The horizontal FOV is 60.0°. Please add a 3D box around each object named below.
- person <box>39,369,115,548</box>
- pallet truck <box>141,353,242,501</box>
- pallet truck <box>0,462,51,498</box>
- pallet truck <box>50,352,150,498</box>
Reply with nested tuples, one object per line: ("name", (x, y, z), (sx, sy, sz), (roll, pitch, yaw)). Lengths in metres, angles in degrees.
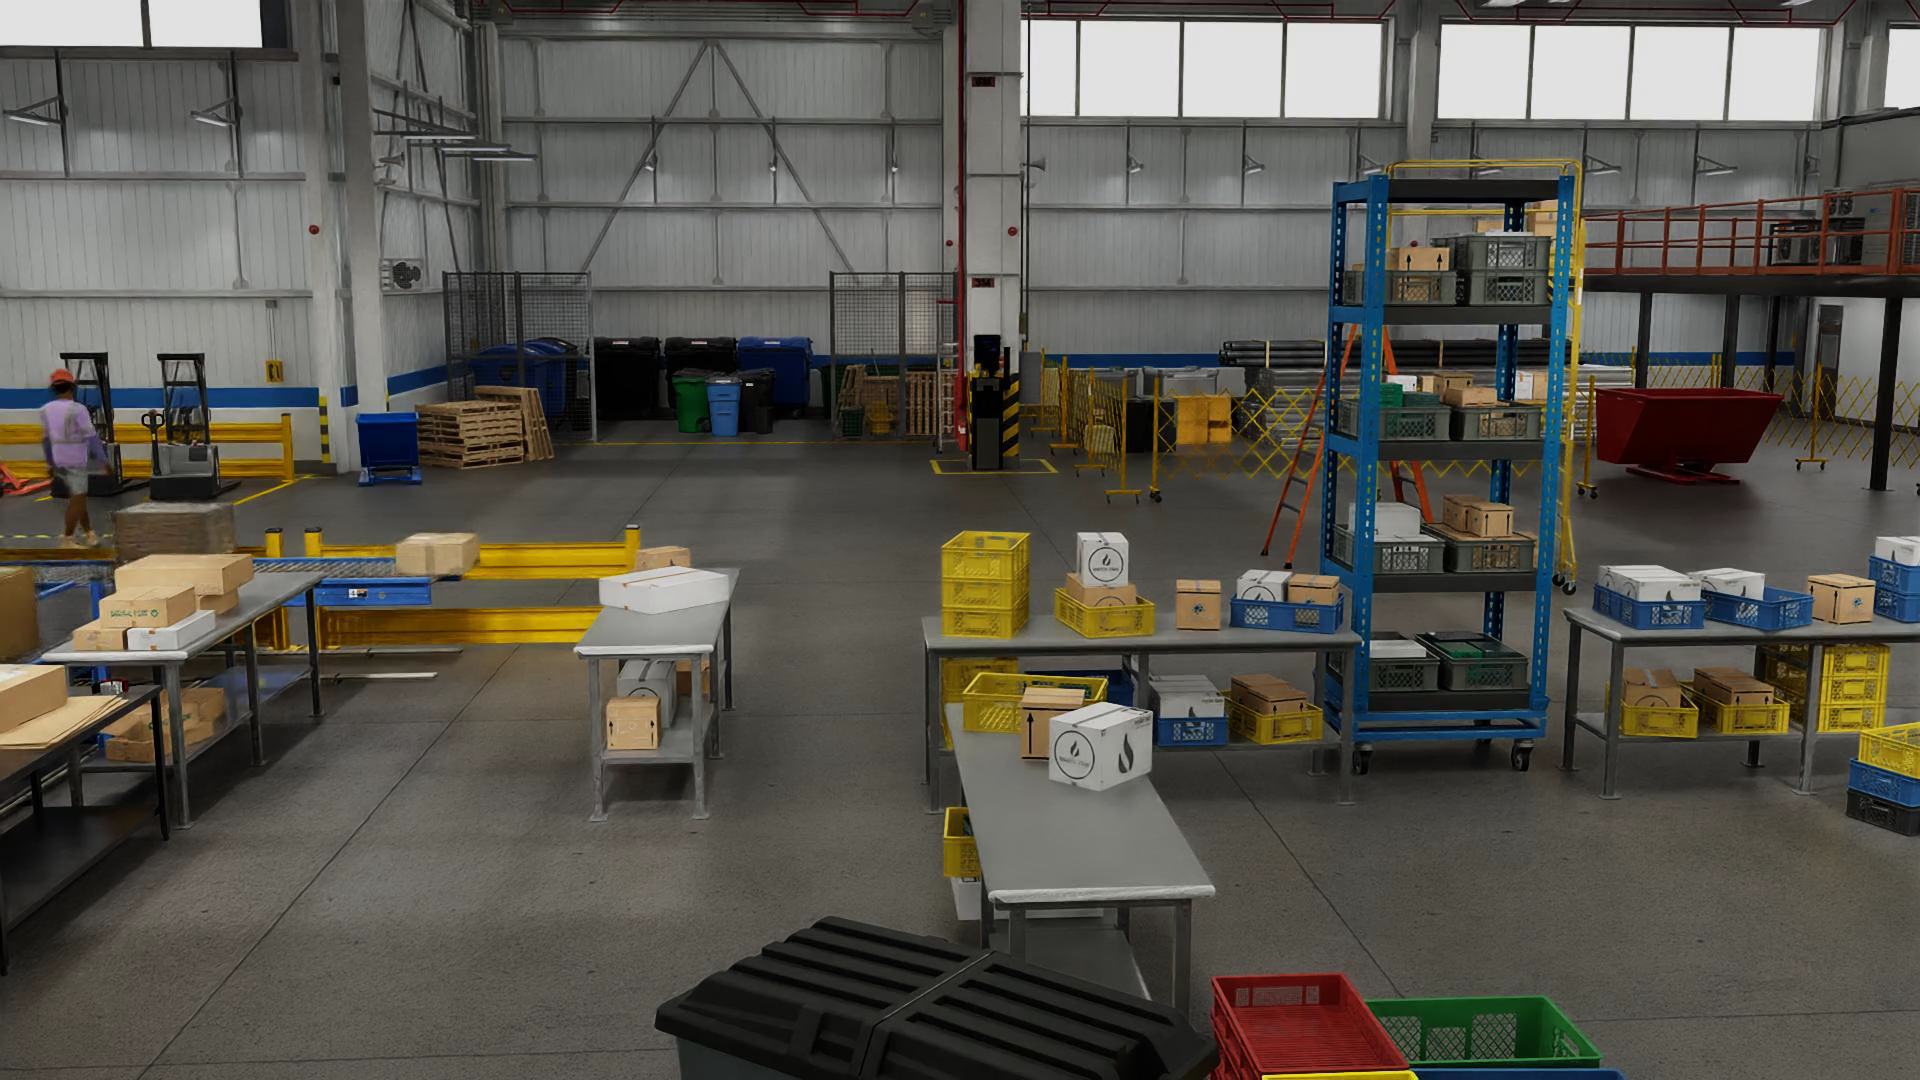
("person", (-9.677, -0.851, 18.189), (0.684, 2.009, 0.628), (4, 10, 23))
("pallet truck", (-10.520, -1.604, 22.925), (0.823, 1.965, 1.885), (-1, 9, -6))
("pallet truck", (-13.193, -1.293, 23.148), (0.653, 1.274, 1.630), (-1, 9, -4))
("pallet truck", (-11.907, -1.642, 23.165), (0.823, 1.965, 1.885), (0, 9, 0))
